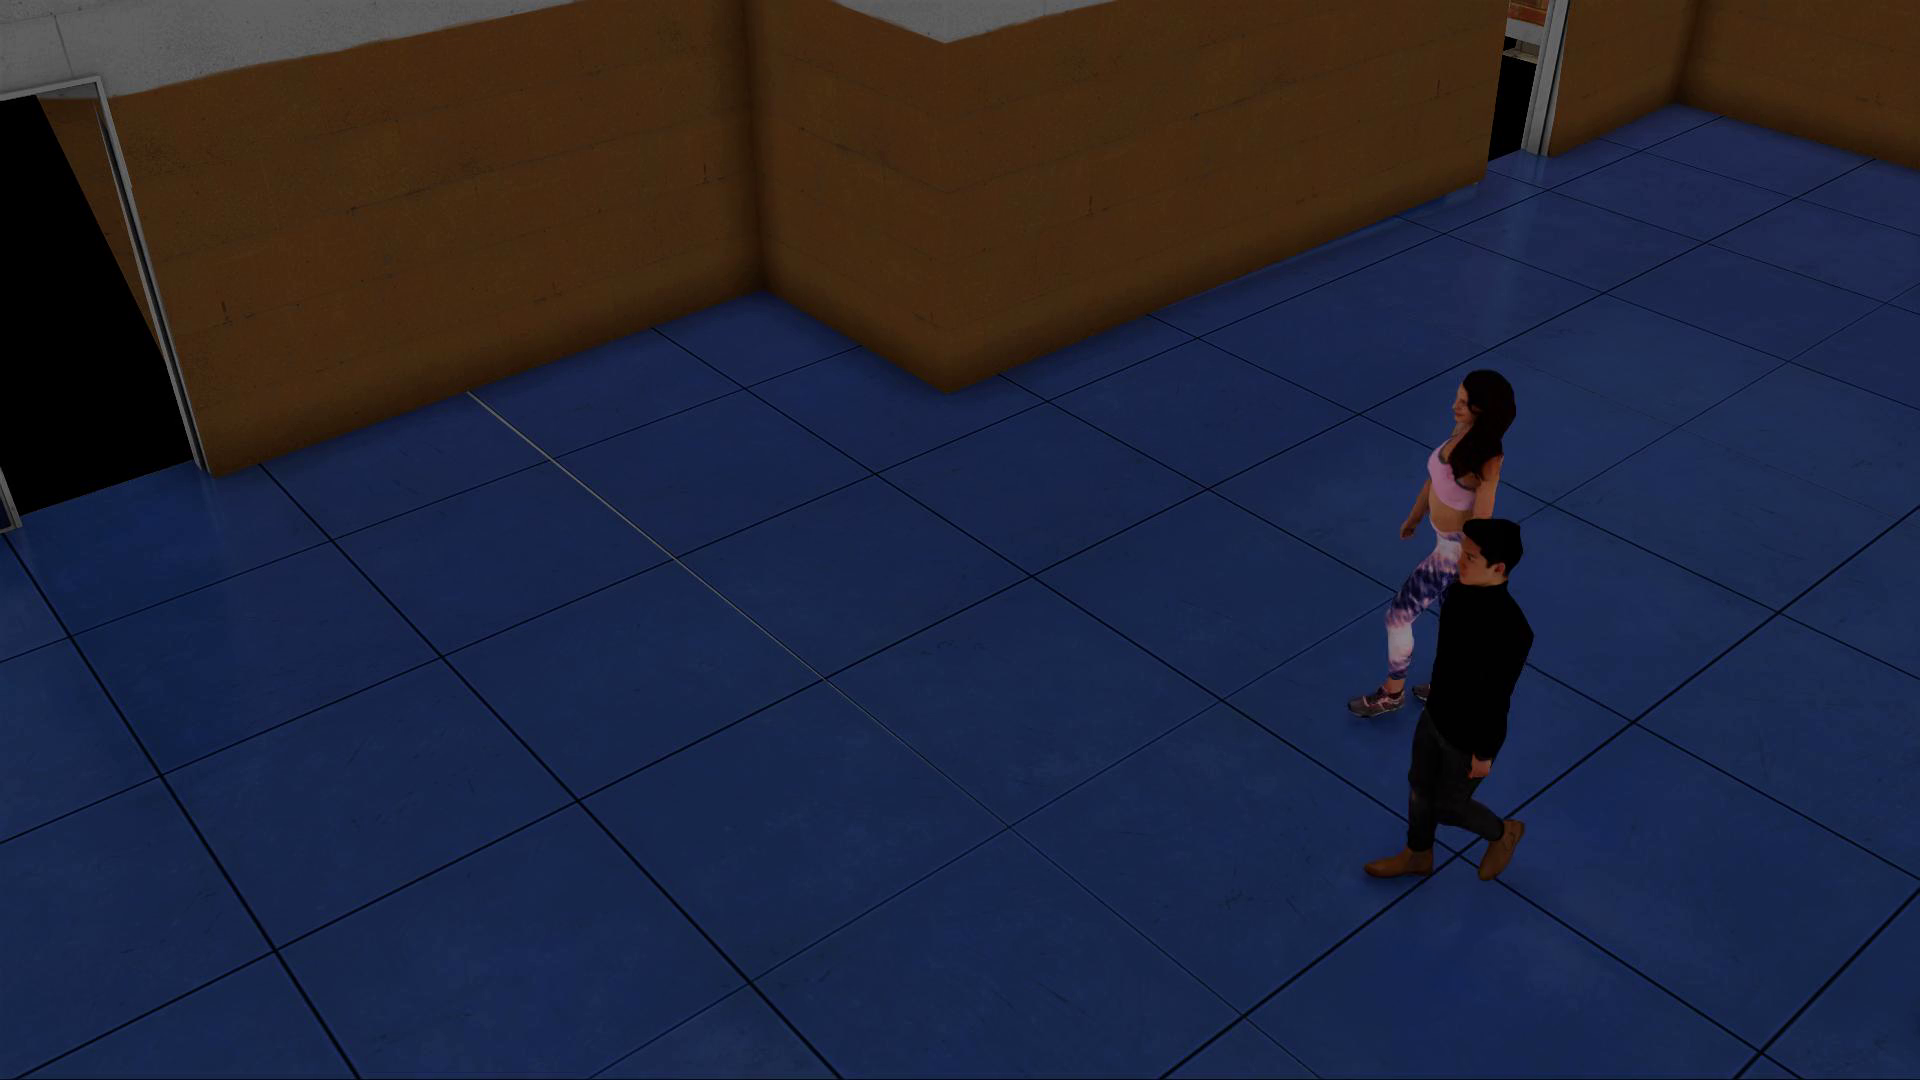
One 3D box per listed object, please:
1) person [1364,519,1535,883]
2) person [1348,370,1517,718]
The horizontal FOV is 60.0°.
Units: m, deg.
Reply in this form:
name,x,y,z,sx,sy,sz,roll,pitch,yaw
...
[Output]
name,x,y,z,sx,sy,sz,roll,pitch,yaw
person,1.990,0.673,6.380,0.934,1.709,0.918,-6,34,-9
person,2.250,0.046,7.287,0.942,1.748,0.882,4,34,6
